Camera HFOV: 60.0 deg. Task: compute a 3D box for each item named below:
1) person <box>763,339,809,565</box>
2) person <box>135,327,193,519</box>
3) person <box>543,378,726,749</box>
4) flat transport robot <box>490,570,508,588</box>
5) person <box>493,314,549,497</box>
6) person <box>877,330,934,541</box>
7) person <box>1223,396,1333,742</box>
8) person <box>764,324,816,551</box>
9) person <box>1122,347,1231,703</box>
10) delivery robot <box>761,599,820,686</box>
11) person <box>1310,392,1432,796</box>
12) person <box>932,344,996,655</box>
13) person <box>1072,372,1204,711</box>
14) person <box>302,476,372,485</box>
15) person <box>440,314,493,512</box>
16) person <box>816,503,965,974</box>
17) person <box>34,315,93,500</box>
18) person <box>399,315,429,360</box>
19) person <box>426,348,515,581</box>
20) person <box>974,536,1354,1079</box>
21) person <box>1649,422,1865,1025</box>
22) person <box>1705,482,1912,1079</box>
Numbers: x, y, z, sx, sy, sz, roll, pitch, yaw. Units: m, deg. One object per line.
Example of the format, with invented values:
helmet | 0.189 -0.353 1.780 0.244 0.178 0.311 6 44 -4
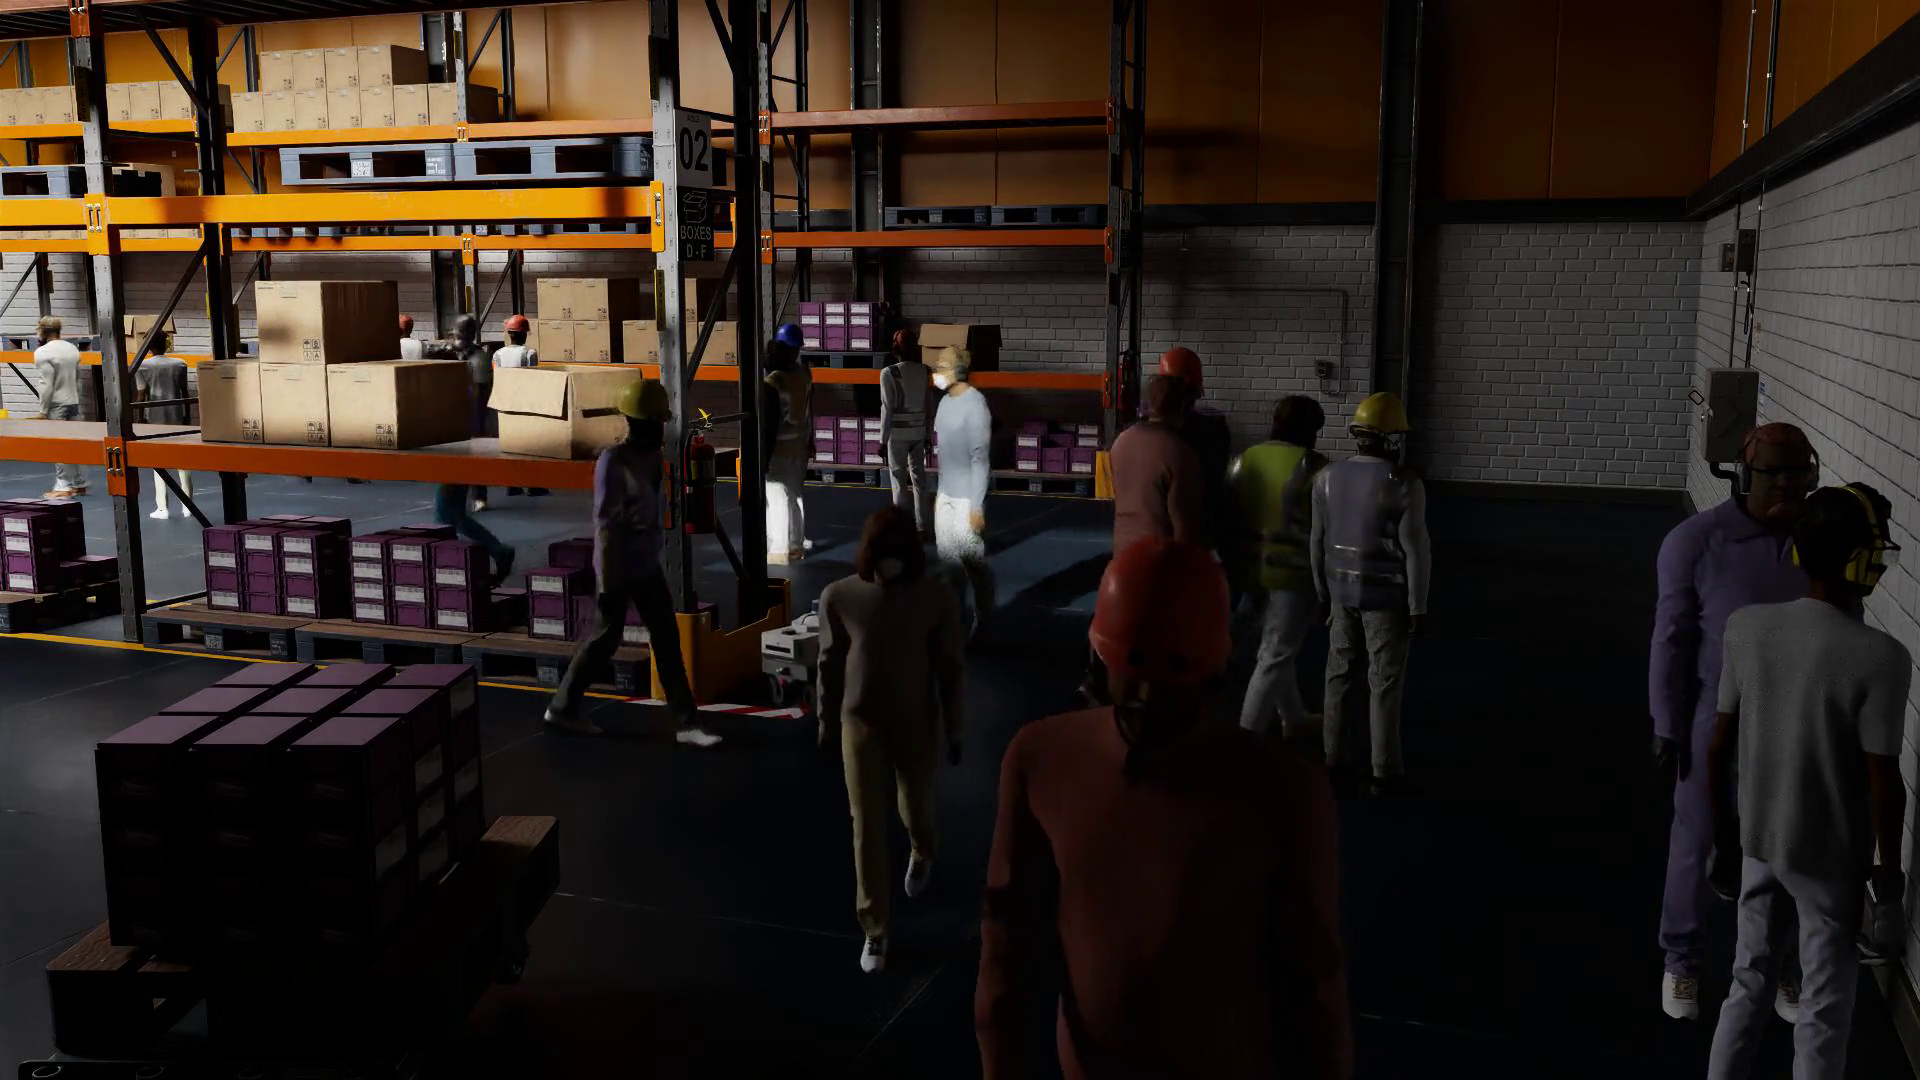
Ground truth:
person | -1.481 -0.721 13.612 0.429 1.841 0.633 4 10 22
person | -7.718 -1.133 16.131 0.518 1.865 0.326 -8 12 -42
person | -1.673 0.115 8.310 0.984 1.868 0.644 4 10 22
flat transport robot | -4.052 0.320 11.985 1.431 0.197 0.652 3 10 21
person | -4.689 -1.429 17.748 0.542 1.939 0.361 3 9 17
person | -0.479 -0.904 14.634 0.586 1.879 0.342 -8 12 -40
person | 1.577 0.198 8.037 0.924 1.785 0.616 -7 11 -36
person | -1.461 -0.867 14.201 0.398 1.943 0.616 7 11 38
person | 1.110 0.008 8.552 0.623 1.992 0.396 -2 9 -13
delivery robot | -0.771 0.572 9.225 0.477 0.478 0.707 7 11 37
person | 1.884 0.243 7.585 0.404 1.831 0.600 -8 12 -42
person | -0.009 -0.251 10.431 0.446 1.928 0.661 -3 10 -20
person | 0.909 0.133 8.119 0.625 1.890 0.669 -5 10 -28
person | -7.013 -1.490 18.550 0.699 1.813 0.599 0 9 1
person | -5.056 -1.301 16.630 0.837 2.000 0.533 6 11 35
person | -0.238 0.634 5.878 0.515 1.601 0.725 0 9 0
person | -9.481 -1.385 17.514 0.462 1.940 0.645 1 9 5
person | -6.613 -1.749 19.933 0.355 1.884 0.575 8 12 42
person | -3.701 -0.511 12.322 0.615 1.830 0.588 1 9 4
person | 0.300 0.949 2.824 0.606 1.928 1.036 6 11 34
person | 2.506 0.582 5.221 0.655 1.906 0.407 1 9 5
person | 2.058 0.788 4.049 0.309 1.868 0.534 -4 10 -25
